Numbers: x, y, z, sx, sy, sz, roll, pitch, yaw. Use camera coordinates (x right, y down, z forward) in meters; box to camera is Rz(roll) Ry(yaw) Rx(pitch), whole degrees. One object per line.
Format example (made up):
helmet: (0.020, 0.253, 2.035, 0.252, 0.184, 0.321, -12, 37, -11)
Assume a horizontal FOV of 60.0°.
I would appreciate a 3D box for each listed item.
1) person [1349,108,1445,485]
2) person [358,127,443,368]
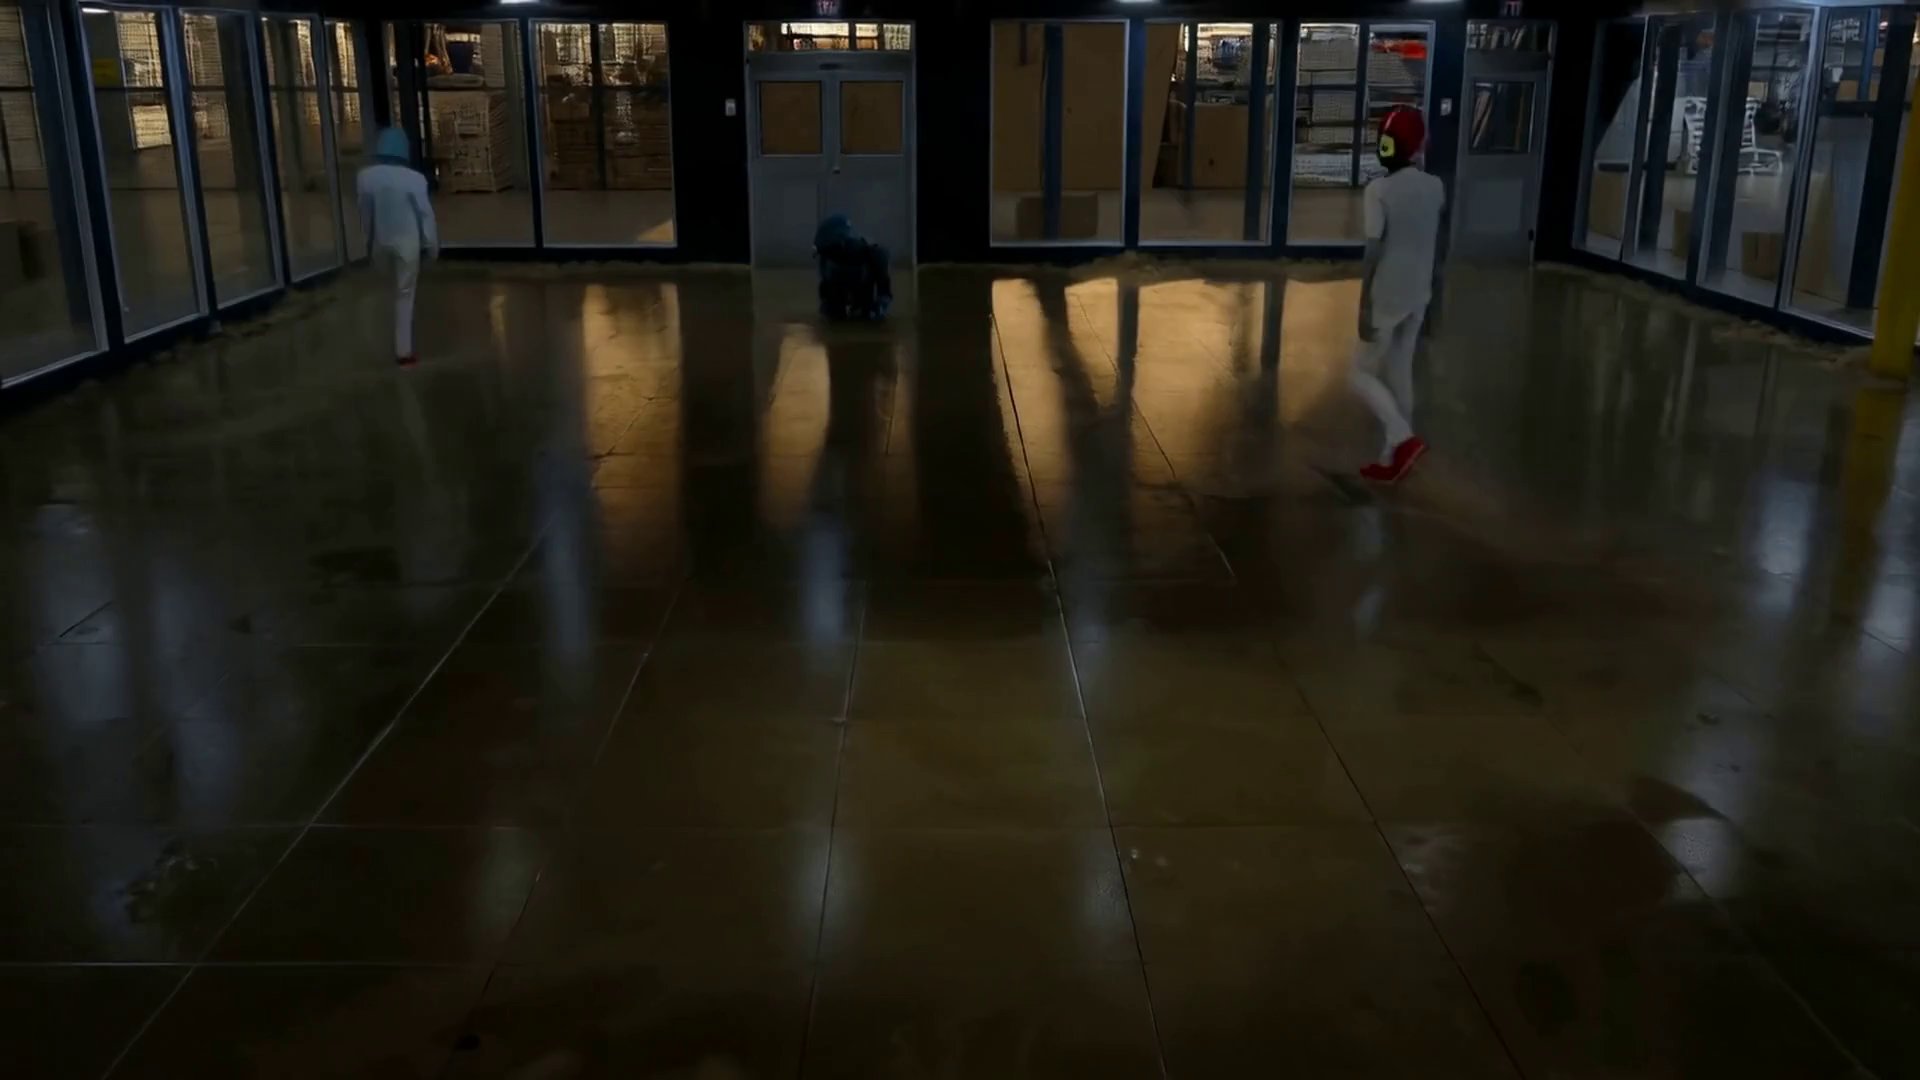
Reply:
person: (2.177, -1.154, 8.140, 0.528, 1.856, 0.471, -8, 18, -26)
person: (-3.825, -2.020, 11.475, 0.535, 1.611, 0.604, 4, 17, 13)
